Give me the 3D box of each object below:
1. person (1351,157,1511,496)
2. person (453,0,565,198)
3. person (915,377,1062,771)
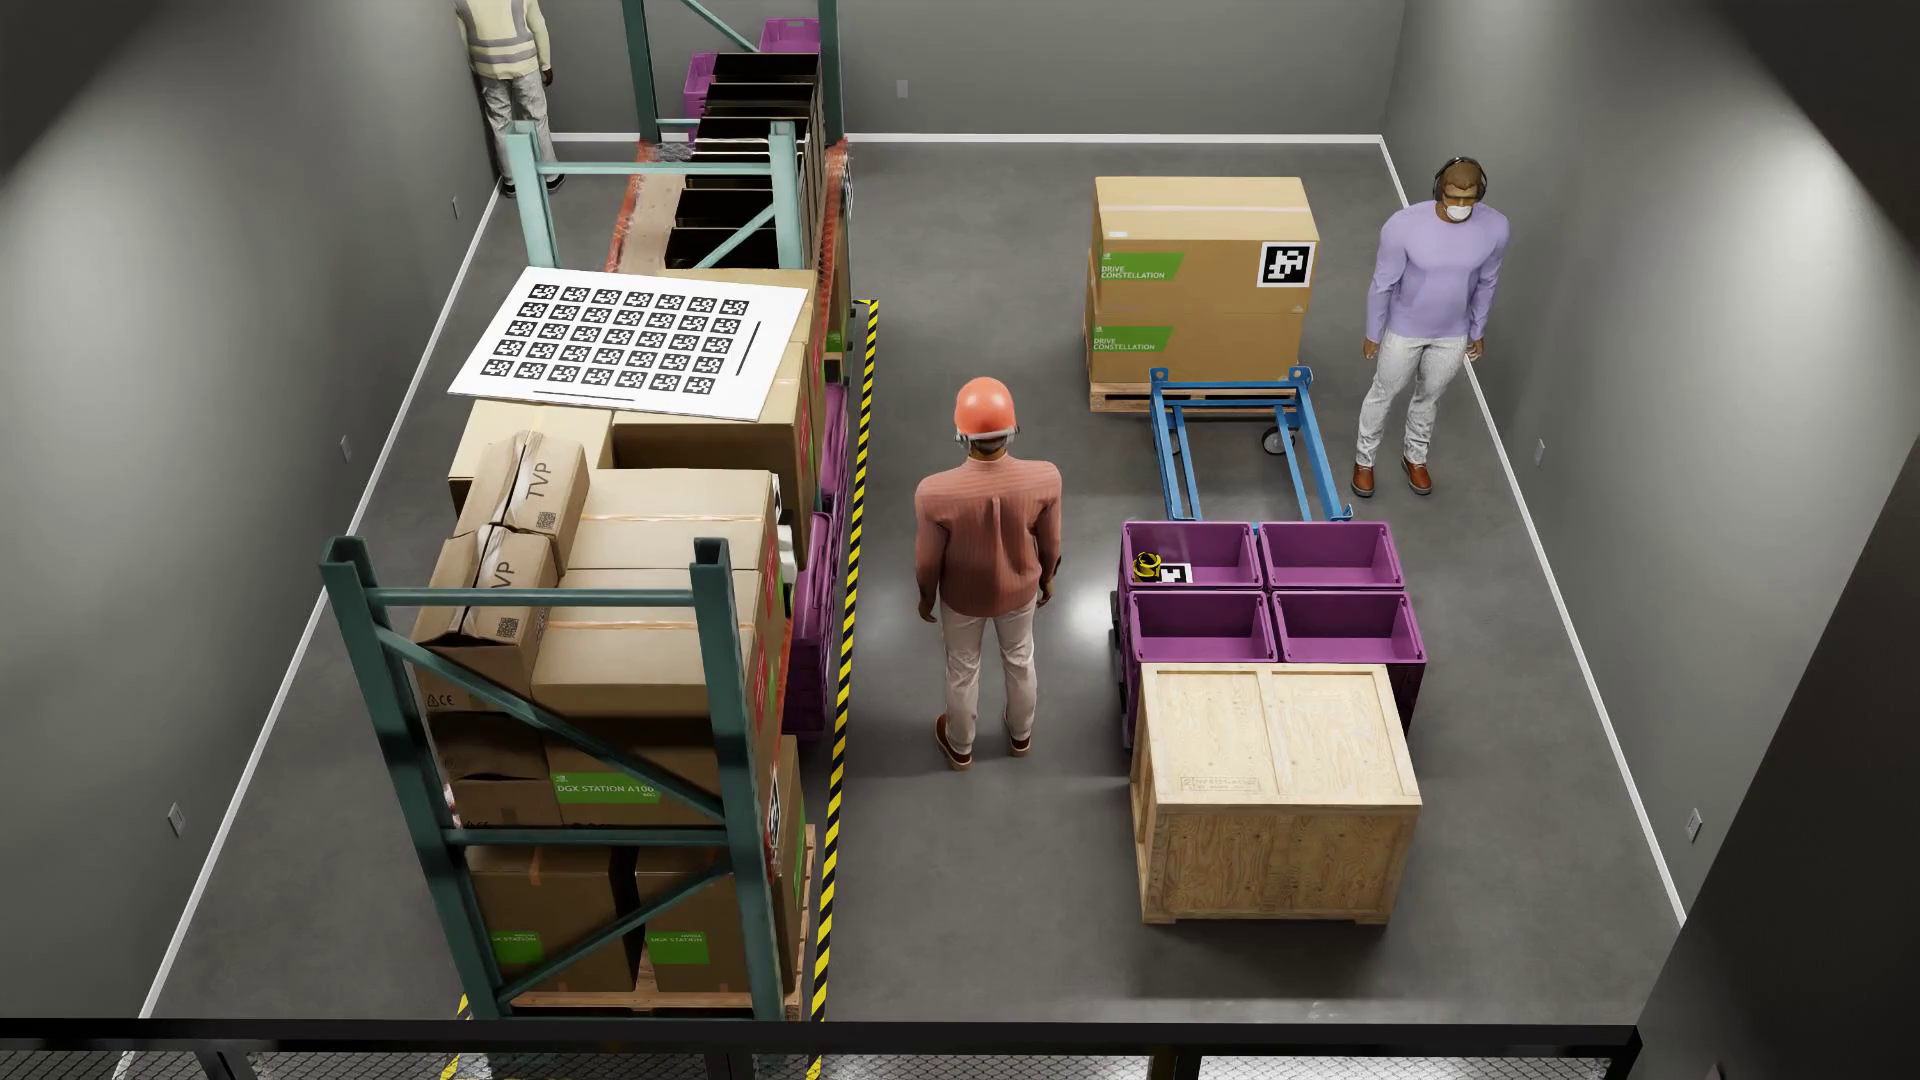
[{"bbox_3d":[2.328,-1.052,8.314,0.635,1.937,0.354,-2,41,-2],"label":"person"},{"bbox_3d":[-2.919,-3.075,10.707,0.588,1.822,0.403,-5,41,-5],"label":"person"},{"bbox_3d":[0.111,0.174,6.874,0.612,1.994,0.381,-10,42,-11],"label":"person"}]
